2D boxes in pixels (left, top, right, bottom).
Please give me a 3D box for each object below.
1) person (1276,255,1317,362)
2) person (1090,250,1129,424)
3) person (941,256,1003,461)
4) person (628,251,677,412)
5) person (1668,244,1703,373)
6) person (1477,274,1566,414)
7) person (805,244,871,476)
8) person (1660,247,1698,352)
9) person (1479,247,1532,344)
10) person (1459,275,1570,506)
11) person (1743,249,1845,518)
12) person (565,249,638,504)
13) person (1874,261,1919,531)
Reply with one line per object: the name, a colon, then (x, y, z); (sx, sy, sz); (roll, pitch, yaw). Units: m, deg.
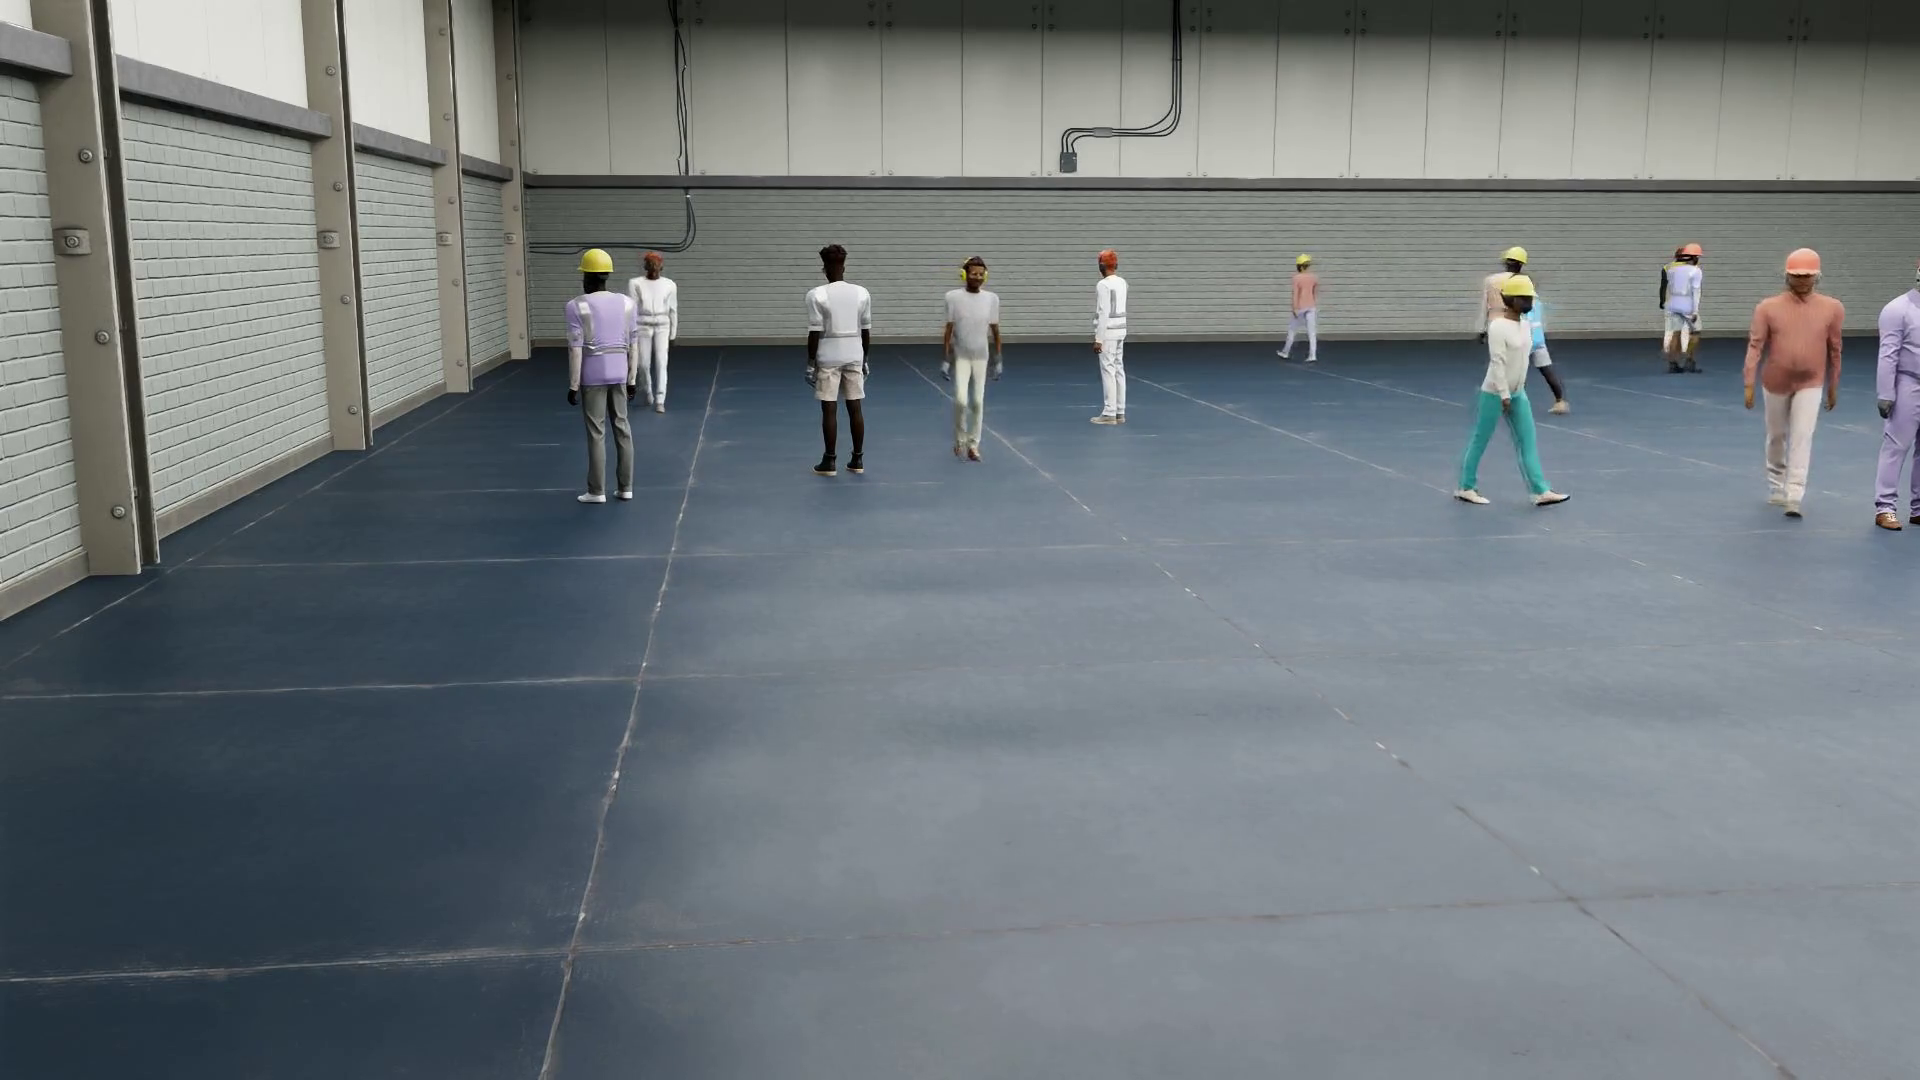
person: (5.569, -3.782, 27.187); (0.532, 1.724, 0.900); (-4, 11, -21)
person: (1.622, -2.192, 18.022); (0.342, 1.882, 0.579); (6, 12, 31)
person: (0.110, -1.622, 14.986); (0.553, 1.850, 0.439); (-2, 11, -11)
person: (-3.587, -2.433, 19.418); (0.582, 1.865, 0.778); (-2, 11, -13)
person: (10.809, -3.430, 24.701); (0.643, 1.912, 0.564); (-6, 12, -29)
person: (6.527, -2.246, 19.094); (0.543, 1.604, 1.025); (-10, 14, -43)
person: (-1.039, -1.526, 14.155); (0.603, 1.962, 0.368); (-6, 12, -30)
person: (12.610, -4.207, 29.188); (0.630, 1.842, 0.429); (3, 11, 17)
person: (6.470, -2.499, 19.641); (0.497, 1.900, 0.609); (-10, 14, -43)
person: (4.141, -1.094, 12.402); (0.523, 1.730, 0.878); (-8, 13, -37)
person: (6.117, -1.164, 12.246); (0.645, 1.938, 1.044); (5, 11, 24)
person: (-2.720, -1.235, 12.647); (0.588, 1.930, 0.359); (-9, 14, -41)
person: (6.669, -1.016, 11.509); (0.652, 1.906, 0.408); (-2, 10, -9)
